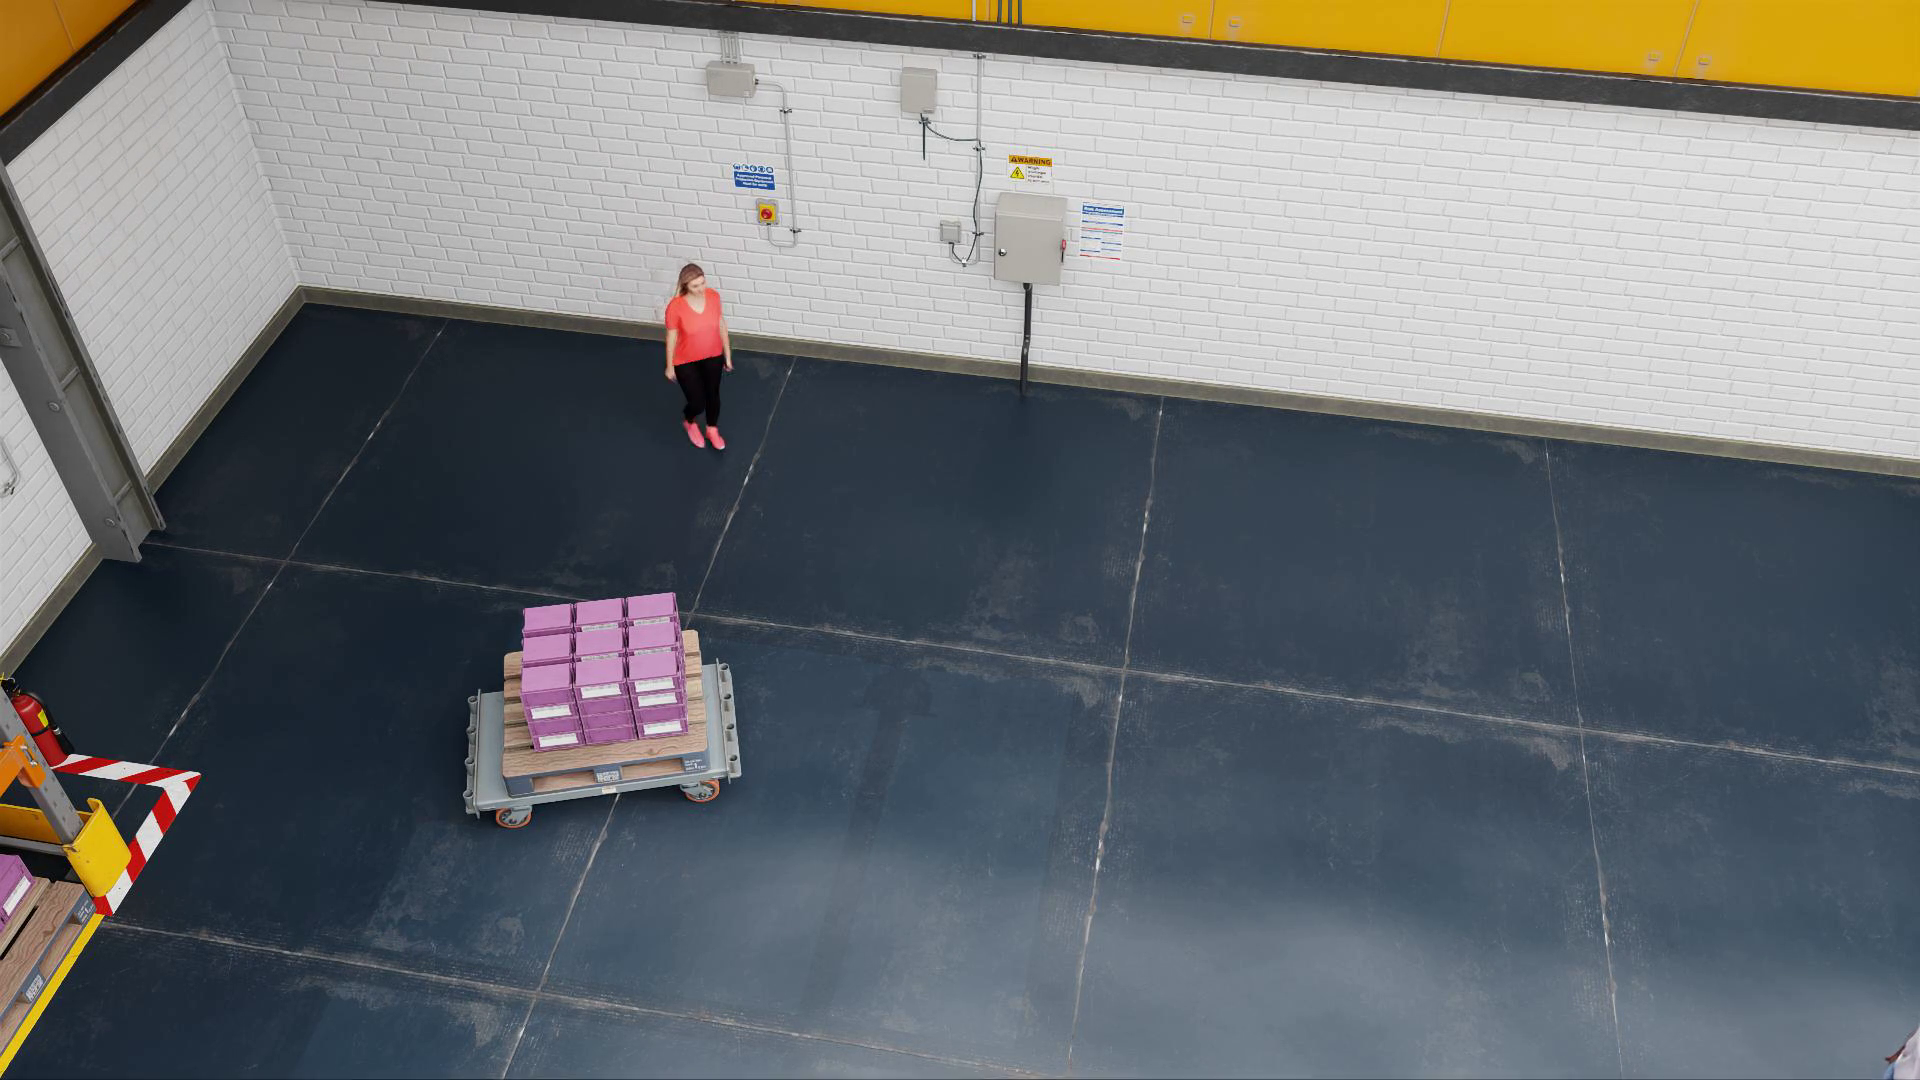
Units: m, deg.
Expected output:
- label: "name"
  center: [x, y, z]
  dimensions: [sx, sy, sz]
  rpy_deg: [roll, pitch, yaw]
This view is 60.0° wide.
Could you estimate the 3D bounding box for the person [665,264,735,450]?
- label: "person"
  center: [-1.968, -1.363, 12.237]
  dimensions: [0.776, 1.675, 0.832]
  rpy_deg: [-26, 49, -25]
